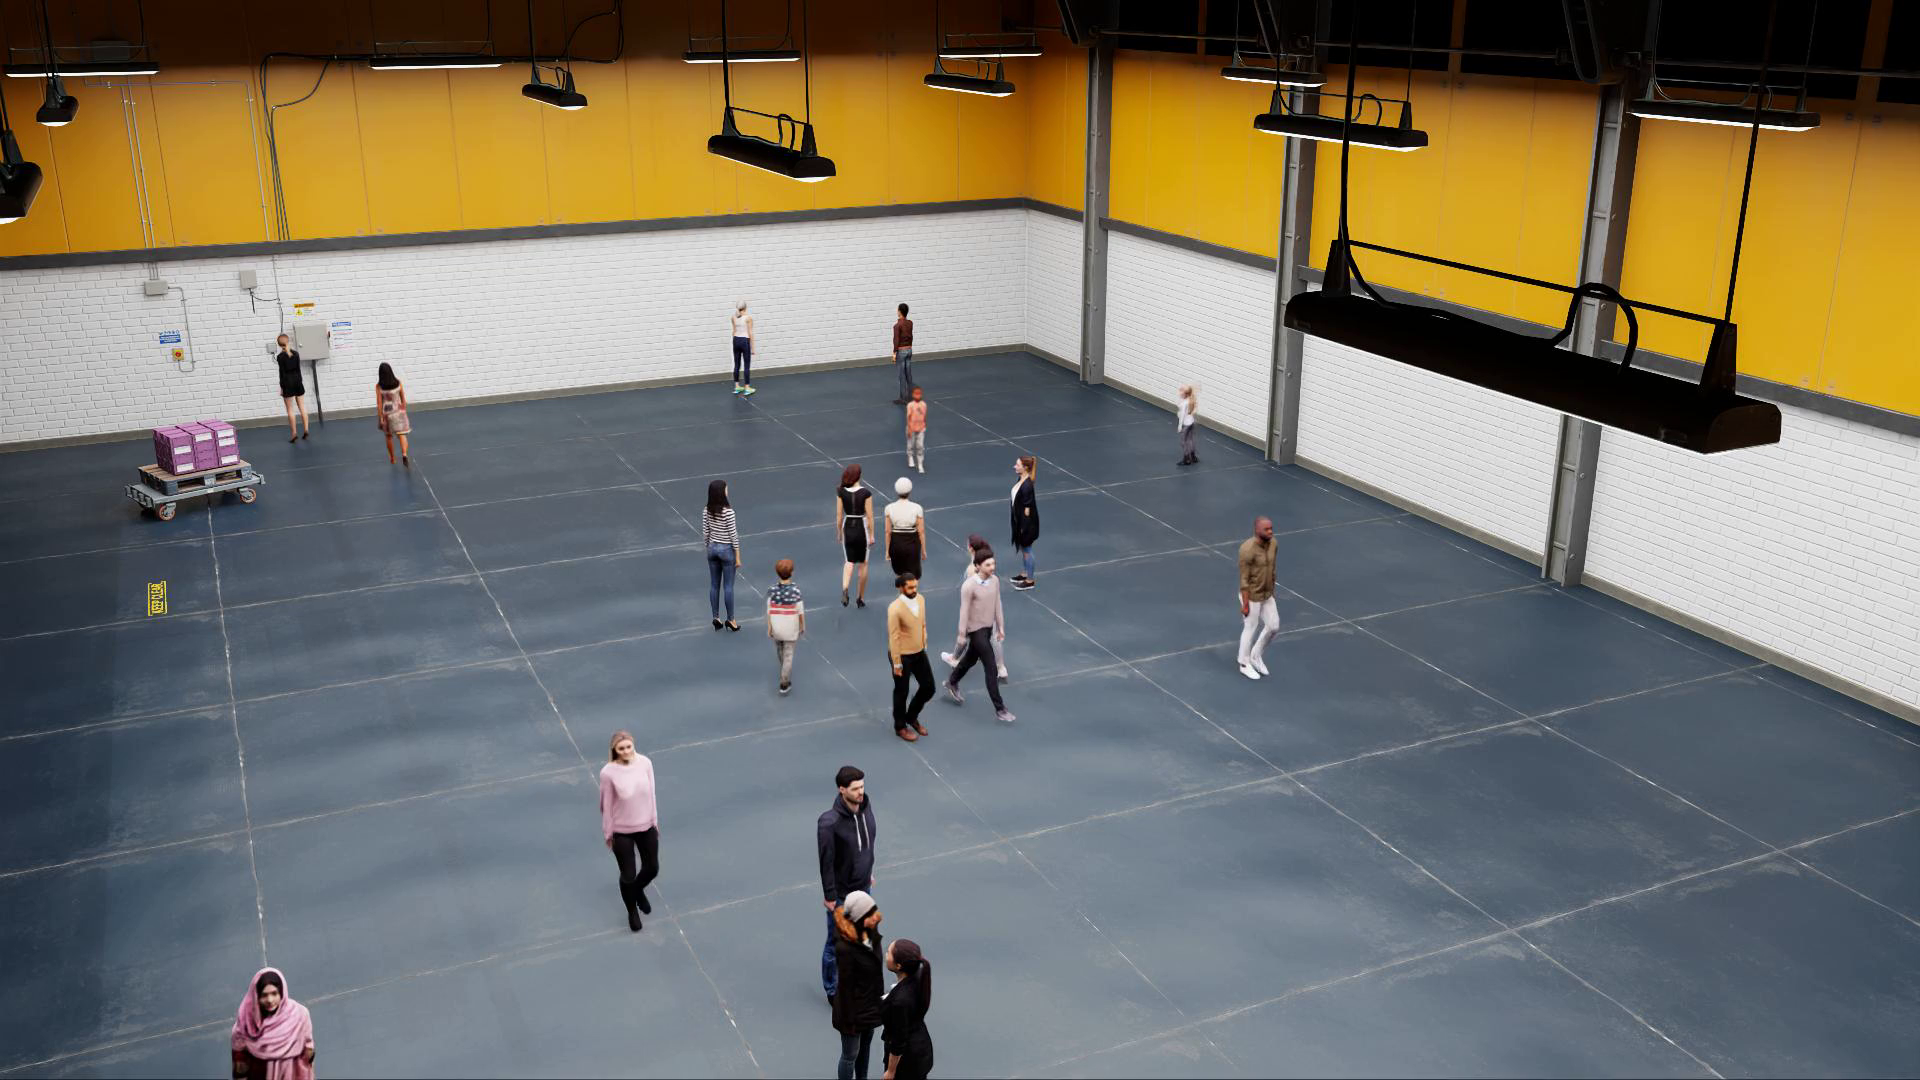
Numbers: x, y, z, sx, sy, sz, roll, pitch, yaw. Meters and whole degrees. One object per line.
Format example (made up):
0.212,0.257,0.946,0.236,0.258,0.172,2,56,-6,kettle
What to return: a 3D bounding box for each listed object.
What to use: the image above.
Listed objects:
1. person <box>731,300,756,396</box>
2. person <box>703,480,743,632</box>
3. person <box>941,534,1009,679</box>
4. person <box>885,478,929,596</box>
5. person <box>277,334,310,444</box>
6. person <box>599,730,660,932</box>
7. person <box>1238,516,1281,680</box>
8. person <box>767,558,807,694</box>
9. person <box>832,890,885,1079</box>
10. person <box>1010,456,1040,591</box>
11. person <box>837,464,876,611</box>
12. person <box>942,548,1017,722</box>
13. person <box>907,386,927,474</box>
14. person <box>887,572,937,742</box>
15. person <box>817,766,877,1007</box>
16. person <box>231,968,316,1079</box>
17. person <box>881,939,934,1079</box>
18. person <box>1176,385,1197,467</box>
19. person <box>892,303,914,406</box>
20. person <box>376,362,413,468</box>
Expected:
-3.938,-3.494,30.026,0.667,1.700,0.730,7,20,20,person
-2.722,0.180,18.966,0.620,1.796,0.713,10,21,26,person
0.267,0.736,17.671,1.138,1.570,0.887,15,24,37,person
-0.632,0.168,19.110,0.984,1.727,1.130,3,19,9,person
-10.796,-2.456,26.841,0.691,1.767,0.665,11,22,30,person
-2.602,2.234,13.059,0.621,1.675,0.646,-10,21,-28,person
3.112,0.583,17.748,0.808,1.810,0.731,-14,23,-35,person
-1.842,0.919,17.390,0.835,1.401,0.992,2,19,7,person
-0.664,3.004,10.836,0.775,1.633,0.728,9,20,24,person
0.805,-0.224,20.345,0.757,1.683,0.612,-2,19,-6,person
-1.243,0.009,19.494,0.828,1.784,0.907,5,19,14,person
0.149,0.917,16.829,1.326,1.765,0.956,17,25,40,person
-0.696,-1.709,25.354,0.600,1.300,0.941,-4,19,-12,person
-0.559,1.115,16.275,0.771,1.742,0.781,17,25,40,person
-0.818,2.476,11.998,0.741,1.893,0.756,14,23,36,person
-4.143,3.289,10.047,0.654,1.596,1.062,-8,20,-22,person
-0.313,3.190,10.238,0.750,1.662,0.689,7,20,19,person
3.528,-1.778,25.628,0.719,1.256,0.698,13,23,34,person
-0.985,-3.285,29.279,0.693,1.782,0.718,14,23,35,person
-8.626,-1.881,25.366,0.628,1.618,1.027,-9,21,-26,person
